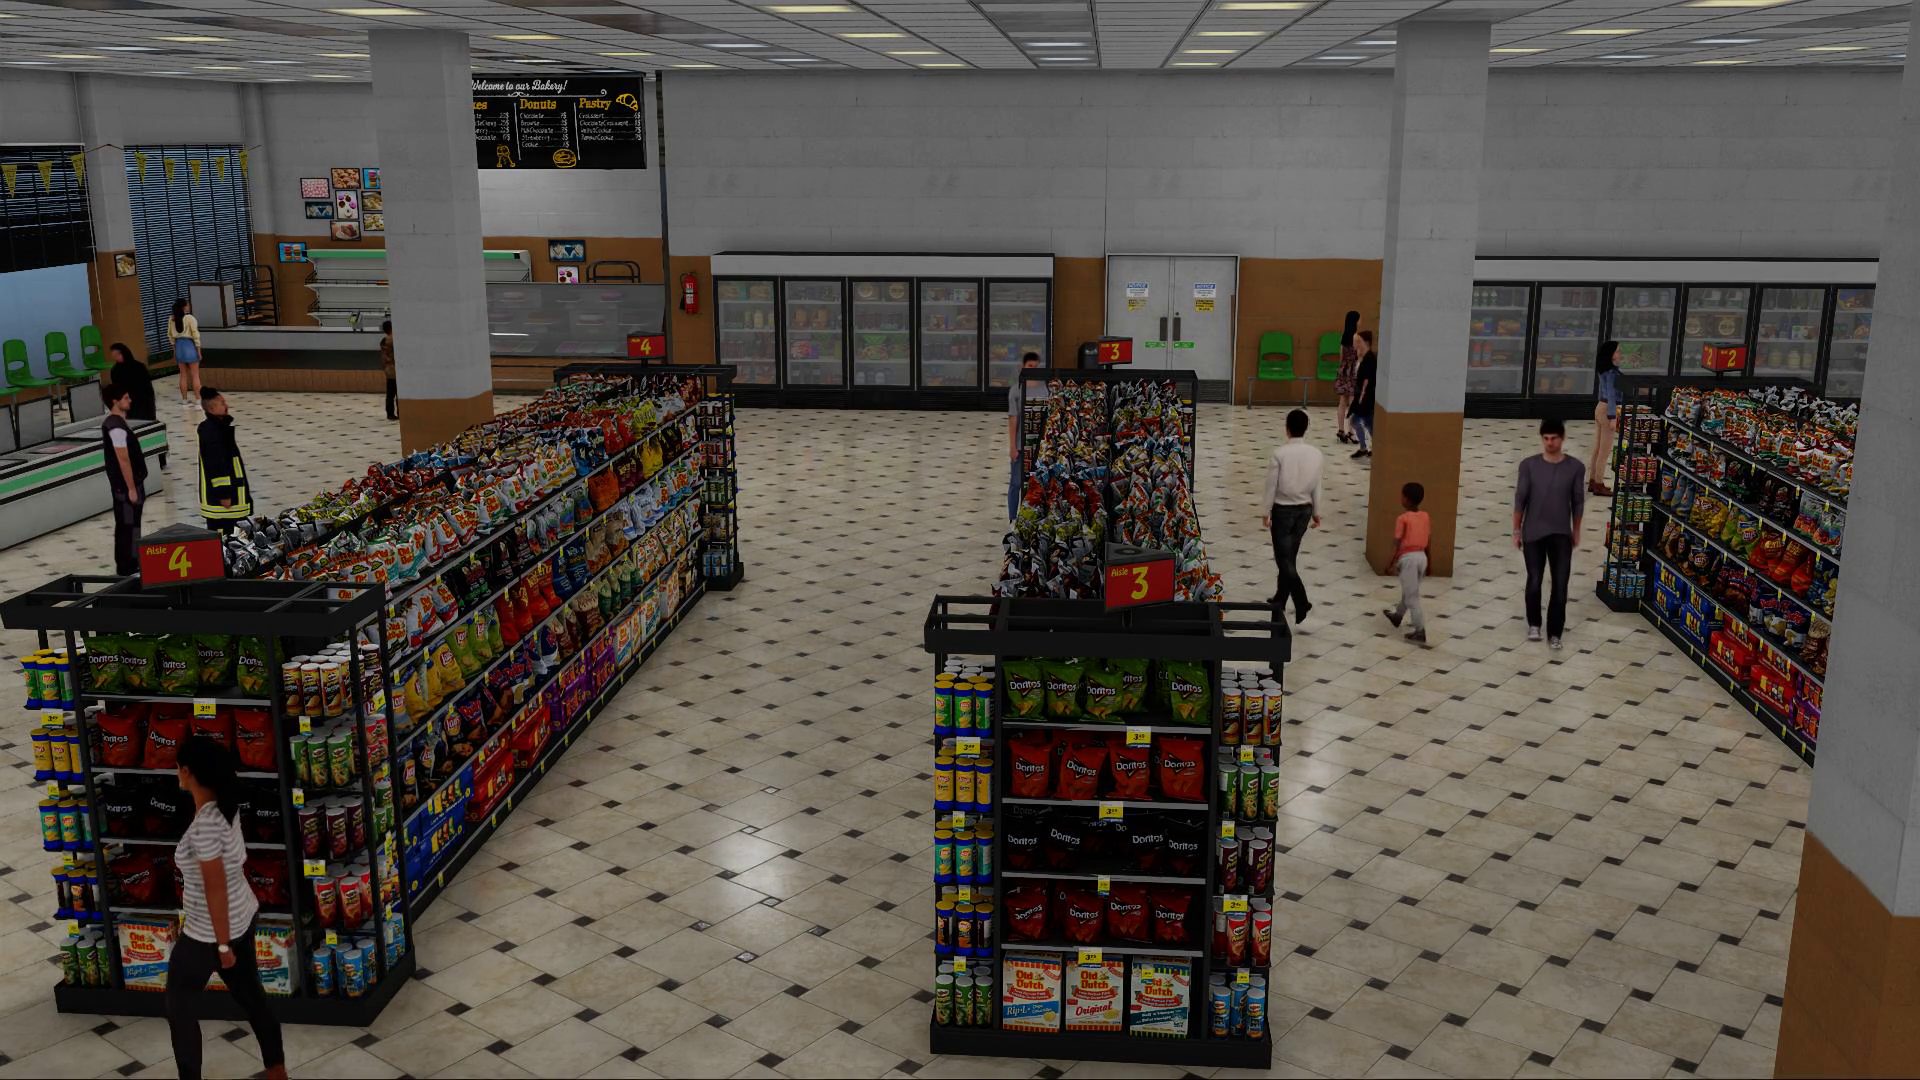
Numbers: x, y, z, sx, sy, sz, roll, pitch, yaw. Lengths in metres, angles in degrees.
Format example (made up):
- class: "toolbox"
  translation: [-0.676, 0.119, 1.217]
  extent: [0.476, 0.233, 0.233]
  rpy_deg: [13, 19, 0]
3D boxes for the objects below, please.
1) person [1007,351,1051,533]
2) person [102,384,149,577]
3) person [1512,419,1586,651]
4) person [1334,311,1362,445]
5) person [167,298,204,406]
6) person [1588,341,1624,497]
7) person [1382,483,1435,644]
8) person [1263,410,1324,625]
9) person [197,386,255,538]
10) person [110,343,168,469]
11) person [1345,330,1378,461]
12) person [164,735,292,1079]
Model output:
- class: "person"
  translation: [0.705, -1.009, 17.203]
  extent: [0.754, 1.886, 0.789]
  rpy_deg: [-9, 16, -33]
- class: "person"
  translation: [-7.655, -0.511, 15.233]
  extent: [0.814, 1.848, 0.730]
  rpy_deg: [-9, 16, -33]
- class: "person"
  translation: [4.748, -0.071, 13.472]
  extent: [0.804, 1.822, 0.961]
  rpy_deg: [4, 14, 18]
- class: "person"
  translation: [5.237, -2.179, 22.264]
  extent: [0.860, 1.774, 0.784]
  rpy_deg: [-7, 16, -28]
- class: "person"
  translation: [-11.887, -2.900, 25.540]
  extent: [0.635, 1.631, 0.548]
  rpy_deg: [2, 14, 7]
- class: "person"
  translation: [7.407, -1.404, 19.070]
  extent: [0.662, 1.775, 0.514]
  rpy_deg: [2, 14, 8]
- class: "person"
  translation: [3.698, 0.208, 13.475]
  extent: [0.766, 1.279, 0.936]
  rpy_deg: [-6, 15, -24]
- class: "person"
  translation: [2.815, -0.172, 13.969]
  extent: [0.902, 1.785, 1.202]
  rpy_deg: [-3, 14, -13]
- class: "person"
  translation: [-6.697, -0.485, 15.095]
  extent: [0.934, 1.861, 0.806]
  rpy_deg: [-5, 15, -20]
- class: "person"
  translation: [-10.110, -1.658, 20.515]
  extent: [0.860, 1.587, 0.760]
  rpy_deg: [7, 15, 25]
- class: "person"
  translation: [5.157, -1.781, 20.879]
  extent: [0.721, 1.654, 0.682]
  rpy_deg: [3, 14, 11]
- class: "person"
  translation: [-3.001, 1.611, 6.972]
  extent: [0.780, 1.618, 0.803]
  rpy_deg: [-3, 14, -11]
